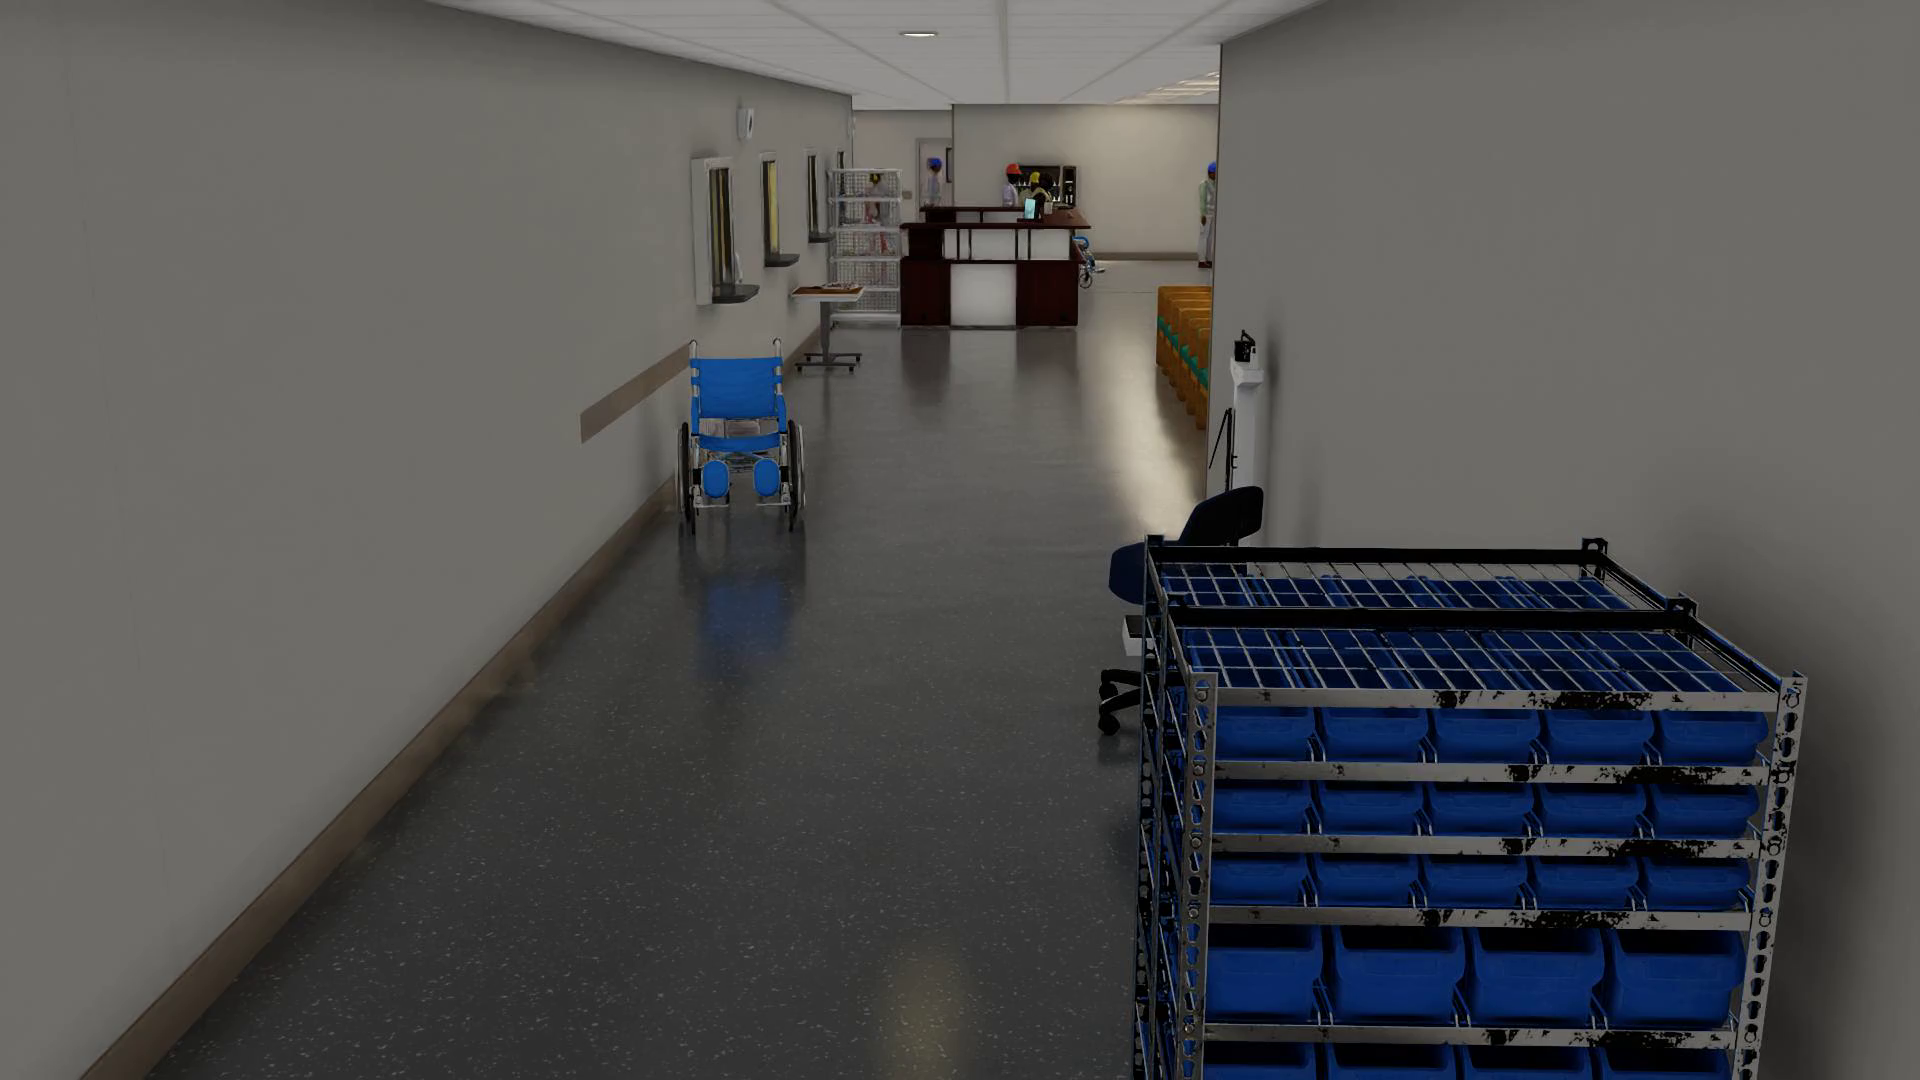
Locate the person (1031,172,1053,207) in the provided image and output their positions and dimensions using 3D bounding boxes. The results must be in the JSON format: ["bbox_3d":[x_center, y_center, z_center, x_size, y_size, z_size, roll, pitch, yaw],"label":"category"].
[{"bbox_3d":[1.389,-5.238,27.933,0.431,1.836,0.625,3,14,11],"label":"person"}]

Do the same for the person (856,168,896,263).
[{"bbox_3d":[-1.544,-6.212,31.894,0.963,1.827,0.534,4,14,15],"label":"person"}]

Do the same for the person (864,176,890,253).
[{"bbox_3d":[-1.642,-6.385,32.707,0.533,1.768,0.311,4,15,17],"label":"person"}]

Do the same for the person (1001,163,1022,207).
[{"bbox_3d":[0.924,-5.746,29.756,0.379,1.938,0.547,3,14,10],"label":"person"}]

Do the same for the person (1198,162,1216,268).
[{"bbox_3d":[4.648,-6.037,30.940,0.402,1.938,0.604,10,17,34],"label":"person"}]

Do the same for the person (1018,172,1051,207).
[{"bbox_3d":[1.287,-5.415,28.661,0.595,1.825,0.404,-1,14,-3],"label":"person"}]

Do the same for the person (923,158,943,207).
[{"bbox_3d":[-0.653,-7.768,38.029,0.399,1.909,0.642,7,16,28],"label":"person"}]
